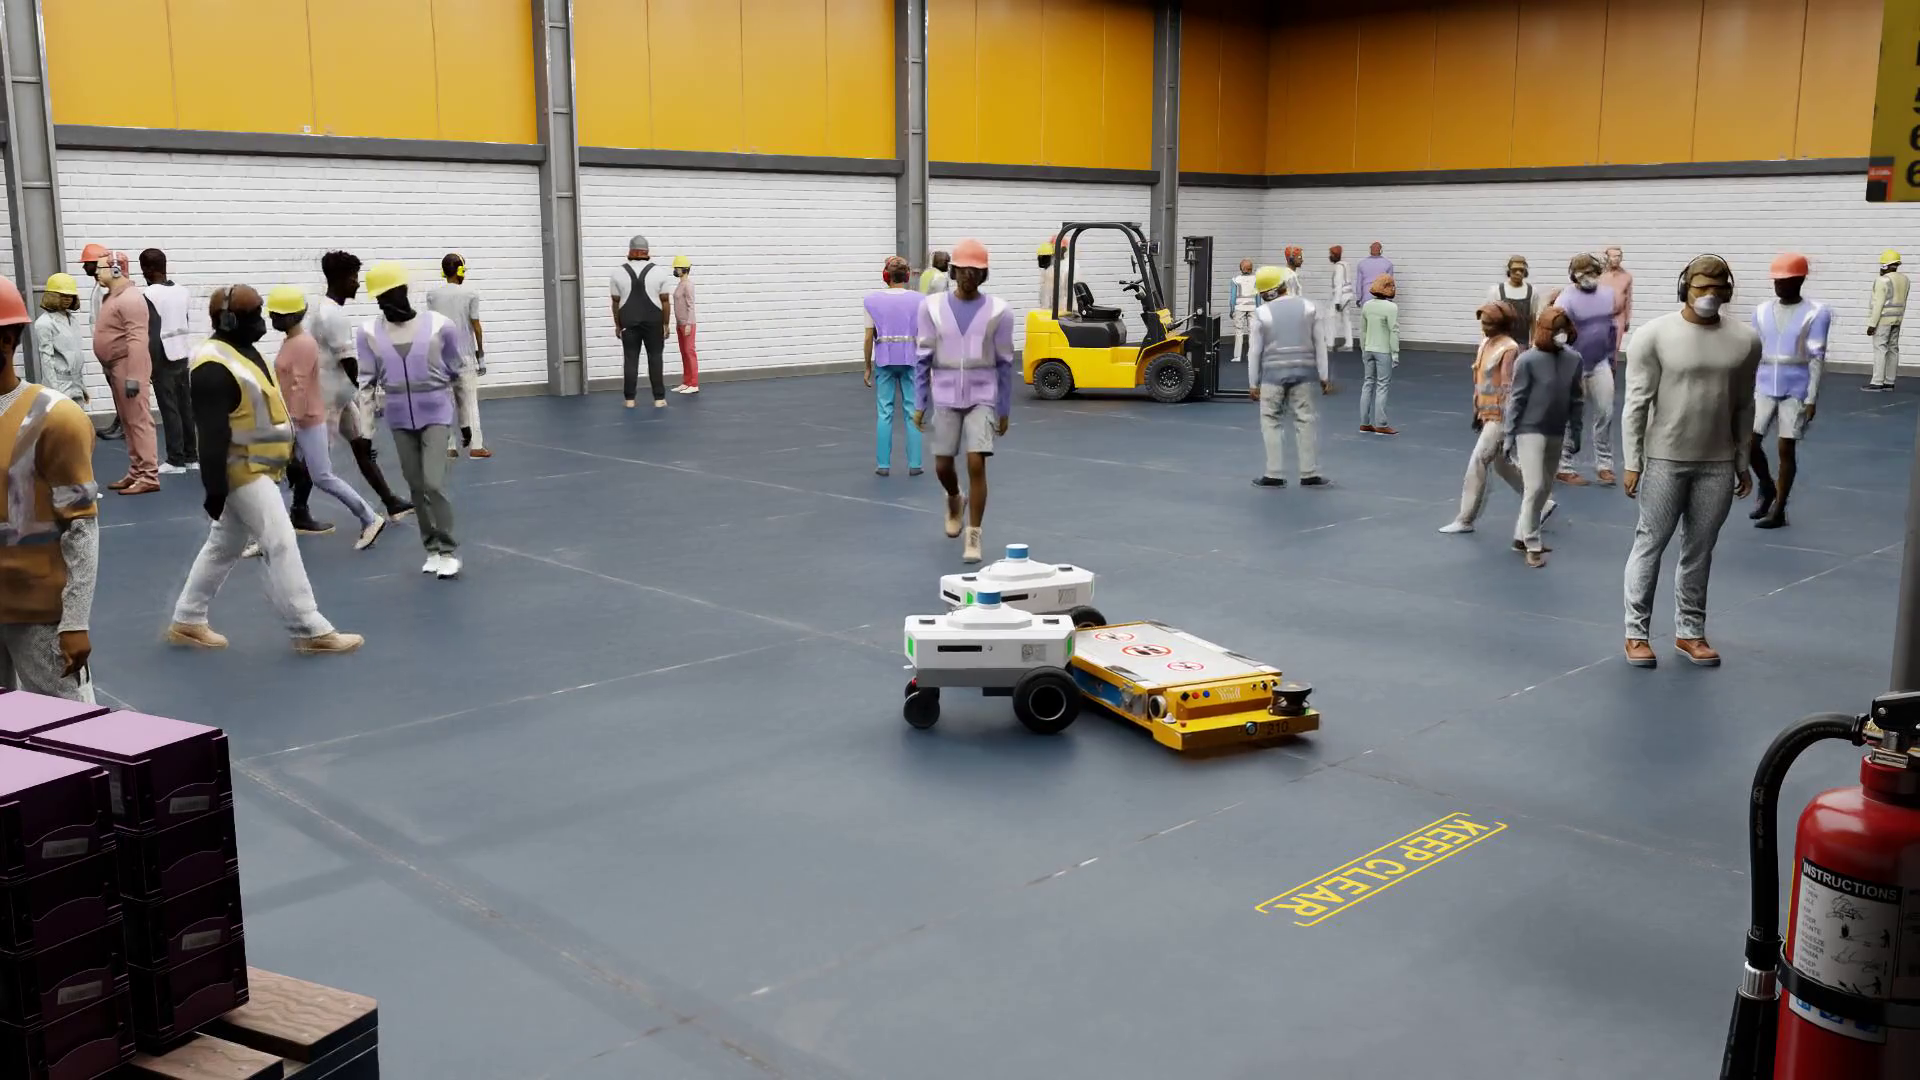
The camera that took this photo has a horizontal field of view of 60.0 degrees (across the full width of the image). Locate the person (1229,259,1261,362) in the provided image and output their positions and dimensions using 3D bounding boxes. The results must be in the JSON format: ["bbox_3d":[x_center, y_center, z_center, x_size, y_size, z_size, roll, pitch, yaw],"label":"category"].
[{"bbox_3d":[4.549,-3.648,26.531,0.516,1.641,0.308,-2,11,-8],"label":"person"}]

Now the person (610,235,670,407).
[{"bbox_3d":[-3.757,-2.588,19.658,0.690,2.000,0.535,0,10,-2],"label":"person"}]

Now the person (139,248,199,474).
[{"bbox_3d":[-6.751,-1.520,14.182,0.392,1.914,0.587,1,10,4],"label":"person"}]

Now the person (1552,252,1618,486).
[{"bbox_3d":[5.023,-1.341,13.305,0.717,1.889,0.643,-3,11,-16],"label":"person"}]

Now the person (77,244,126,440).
[{"bbox_3d":[-8.477,-1.958,16.504,0.378,1.936,0.548,-6,12,-31],"label":"person"}]

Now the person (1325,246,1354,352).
[{"bbox_3d":[6.566,-4.185,28.934,0.621,1.844,0.654,4,11,22],"label":"person"}]

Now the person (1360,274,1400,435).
[{"bbox_3d":[4.287,-1.893,16.975,0.267,1.632,0.509,-6,12,-28],"label":"person"}]

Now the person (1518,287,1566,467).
[{"bbox_3d":[4.745,-1.239,13.456,0.456,1.610,0.534,4,11,23],"label":"person"}]

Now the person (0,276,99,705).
[{"bbox_3d":[-2.753,0.186,4.813,0.545,1.938,0.357,2,11,12],"label":"person"}]

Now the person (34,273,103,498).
[{"bbox_3d":[-6.758,-1.142,12.598,0.313,1.739,0.485,0,10,2],"label":"person"}]

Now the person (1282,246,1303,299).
[{"bbox_3d":[4.249,-2.846,21.493,0.337,1.882,0.585,3,11,13],"label":"person"}]

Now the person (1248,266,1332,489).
[{"bbox_3d":[2.659,-1.291,13.318,0.734,1.788,0.406,-1,10,-8],"label":"person"}]

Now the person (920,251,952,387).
[{"bbox_3d":[-0.391,-2.932,22.156,0.582,1.818,0.661,-4,11,-23],"label":"person"}]

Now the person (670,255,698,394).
[{"bbox_3d":[-3.549,-2.766,21.378,0.311,1.768,0.522,-5,12,-26],"label":"person"}]

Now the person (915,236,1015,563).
[{"bbox_3d":[0.036,-0.891,10.463,0.624,2.022,0.694,1,10,5],"label":"person"}]

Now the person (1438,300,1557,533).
[{"bbox_3d":[3.699,-0.827,11.250,0.787,1.597,0.530,0,10,0],"label":"person"}]

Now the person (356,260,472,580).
[{"bbox_3d":[-3.227,-0.703,9.828,0.595,1.872,0.649,0,10,0],"label":"person"}]

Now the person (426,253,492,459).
[{"bbox_3d":[-4.554,-1.657,15.066,0.521,1.865,0.334,1,10,4],"label":"person"}]

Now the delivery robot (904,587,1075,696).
[{"bbox_3d":[0.118,0.441,6.939,0.707,0.478,0.477,0,10,0],"label":"delivery robot"}]

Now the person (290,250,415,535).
[{"bbox_3d":[-4.142,-0.994,11.300,1.016,1.907,0.603,-4,11,-21],"label":"person"}]

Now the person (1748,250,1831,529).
[{"bbox_3d":[5.666,-1.025,11.473,0.392,1.923,0.541,-9,13,-39],"label":"person"}]

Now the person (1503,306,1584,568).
[{"bbox_3d":[3.597,-0.651,10.330,0.551,1.598,0.523,-4,11,-22],"label":"person"}]

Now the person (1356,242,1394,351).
[{"bbox_3d":[7.237,-4.235,29.021,0.638,1.903,0.408,3,11,17],"label":"person"}]

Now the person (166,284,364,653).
[{"bbox_3d":[-3.448,-0.331,8.017,0.953,1.802,0.619,-2,11,-9],"label":"person"}]

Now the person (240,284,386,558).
[{"bbox_3d":[-4.128,-0.755,10.509,0.866,1.722,0.517,-9,14,-39],"label":"person"}]

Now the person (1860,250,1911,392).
[{"bbox_3d":[11.998,-2.837,21.575,0.586,1.835,0.403,-5,12,-25],"label":"person"}]

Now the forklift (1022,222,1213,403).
[{"bbox_3d":[1.935,-2.847,20.651,2.313,2.155,1.214,2,11,13],"label":"forklift"}]

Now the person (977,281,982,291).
[{"bbox_3d":[0.158,-2.496,20.092,0.322,1.696,0.530,-1,10,-4],"label":"person"}]

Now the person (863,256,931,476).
[{"bbox_3d":[-0.525,-1.450,13.970,0.569,1.848,0.378,-1,10,-5],"label":"person"}]

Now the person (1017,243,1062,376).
[{"bbox_3d":[1.119,-3.223,23.475,0.778,1.901,0.613,0,10,-1],"label":"person"}]

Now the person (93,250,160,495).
[{"bbox_3d":[-6.563,-1.310,13.054,0.399,1.909,0.642,-7,13,-35],"label":"person"}]

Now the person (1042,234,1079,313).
[{"bbox_3d":[1.463,-3.504,24.653,0.623,2.042,0.389,6,12,30],"label":"person"}]

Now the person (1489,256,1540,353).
[{"bbox_3d":[5.652,-1.987,17.021,0.513,1.804,0.917,2,11,11],"label":"person"}]

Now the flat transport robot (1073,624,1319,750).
[{"bbox_3d":[0.854,0.586,7.177,0.652,0.197,1.431,-5,11,-24],"label":"flat transport robot"}]

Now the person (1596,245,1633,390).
[{"bbox_3d":[8.525,-2.930,21.909,0.663,1.895,0.513,0,10,-1],"label":"person"}]

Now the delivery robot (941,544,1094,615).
[{"bbox_3d":[0.272,0.263,7.910,0.707,0.478,0.477,-5,12,-25],"label":"delivery robot"}]

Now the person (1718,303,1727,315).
[{"bbox_3d":[11.339,-3.345,24.964,0.560,1.611,0.306,-9,14,-40],"label":"person"}]

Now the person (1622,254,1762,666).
[{"bbox_3d":[3.414,-0.364,7.811,0.635,1.936,0.352,-1,10,-3],"label":"person"}]
